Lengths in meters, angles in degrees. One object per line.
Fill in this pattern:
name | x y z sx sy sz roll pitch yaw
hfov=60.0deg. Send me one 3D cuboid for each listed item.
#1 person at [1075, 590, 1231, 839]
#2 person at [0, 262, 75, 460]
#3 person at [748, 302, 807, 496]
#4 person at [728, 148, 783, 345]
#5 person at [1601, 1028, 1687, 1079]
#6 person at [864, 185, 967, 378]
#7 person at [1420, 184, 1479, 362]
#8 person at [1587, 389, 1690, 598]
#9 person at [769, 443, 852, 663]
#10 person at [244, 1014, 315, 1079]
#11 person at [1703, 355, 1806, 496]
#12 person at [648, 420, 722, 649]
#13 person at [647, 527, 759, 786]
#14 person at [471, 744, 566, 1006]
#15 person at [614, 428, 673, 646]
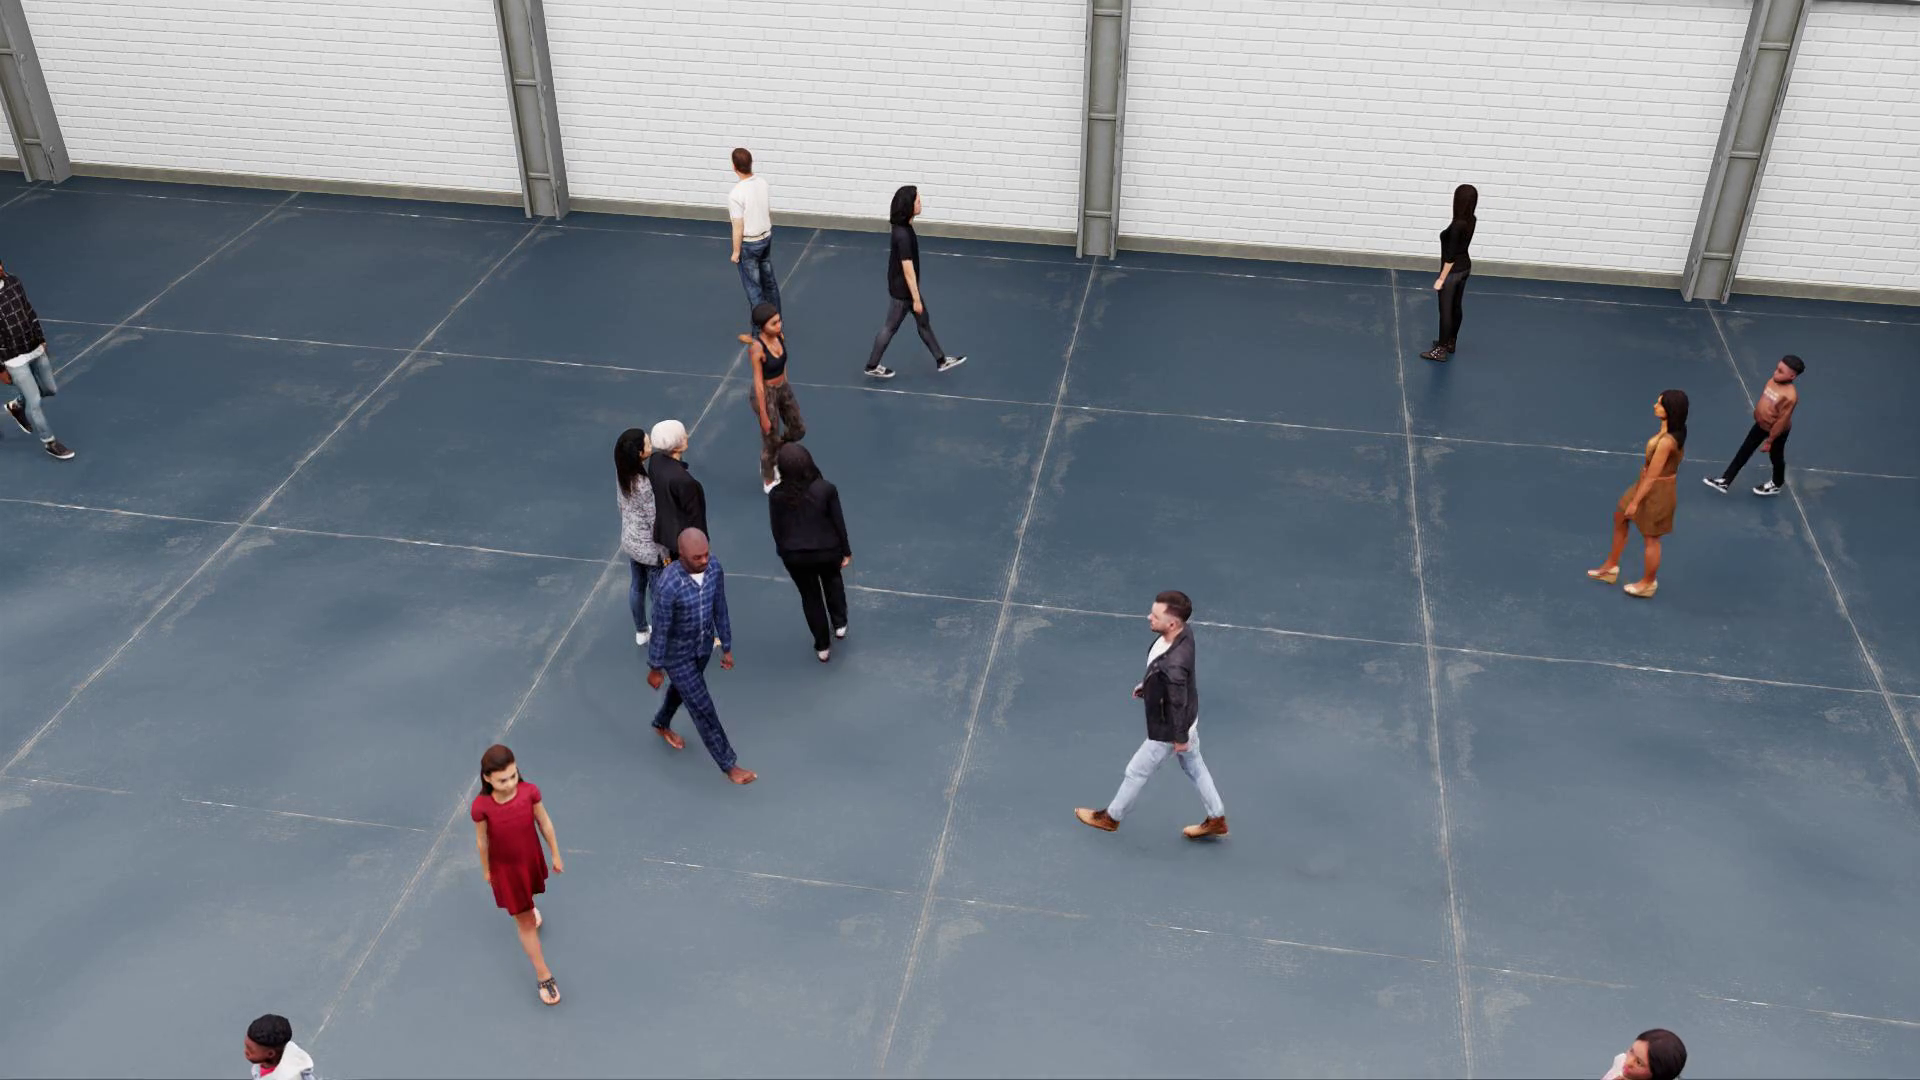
person | 1.308 1.059 9.551 1.166 1.796 0.721 8 34 12
person | -7.665 -1.514 13.414 1.011 1.804 0.789 12 36 18
person | -1.530 -1.091 12.883 0.725 1.689 0.691 17 37 23
person | -1.864 -2.663 15.102 0.722 1.851 0.738 21 39 29
person | 2.782 2.707 7.126 0.591 1.737 0.617 -2 34 -3
person | -0.571 -2.195 14.452 1.206 1.789 0.826 -1 34 -1
person | 4.435 -2.398 14.892 0.663 1.642 0.656 25 41 33
person | 4.954 -0.284 11.684 0.760 1.672 0.663 12 35 18
person | -1.000 0.138 11.131 0.740 1.582 0.841 -3 34 -4
person | -3.022 2.617 7.720 0.929 1.229 0.792 -16 37 -22
person | 6.387 -0.862 12.962 0.939 1.221 0.703 -4 34 -6
person | -1.837 -0.070 11.037 0.798 1.781 0.825 -23 40 -30
person | -1.735 0.647 10.218 1.302 1.745 1.047 23 40 30
person | -2.392 1.655 8.910 1.016 1.513 1.065 -21 39 -28
person | -2.117 0.014 11.180 0.746 1.733 0.660 -26 42 -33
